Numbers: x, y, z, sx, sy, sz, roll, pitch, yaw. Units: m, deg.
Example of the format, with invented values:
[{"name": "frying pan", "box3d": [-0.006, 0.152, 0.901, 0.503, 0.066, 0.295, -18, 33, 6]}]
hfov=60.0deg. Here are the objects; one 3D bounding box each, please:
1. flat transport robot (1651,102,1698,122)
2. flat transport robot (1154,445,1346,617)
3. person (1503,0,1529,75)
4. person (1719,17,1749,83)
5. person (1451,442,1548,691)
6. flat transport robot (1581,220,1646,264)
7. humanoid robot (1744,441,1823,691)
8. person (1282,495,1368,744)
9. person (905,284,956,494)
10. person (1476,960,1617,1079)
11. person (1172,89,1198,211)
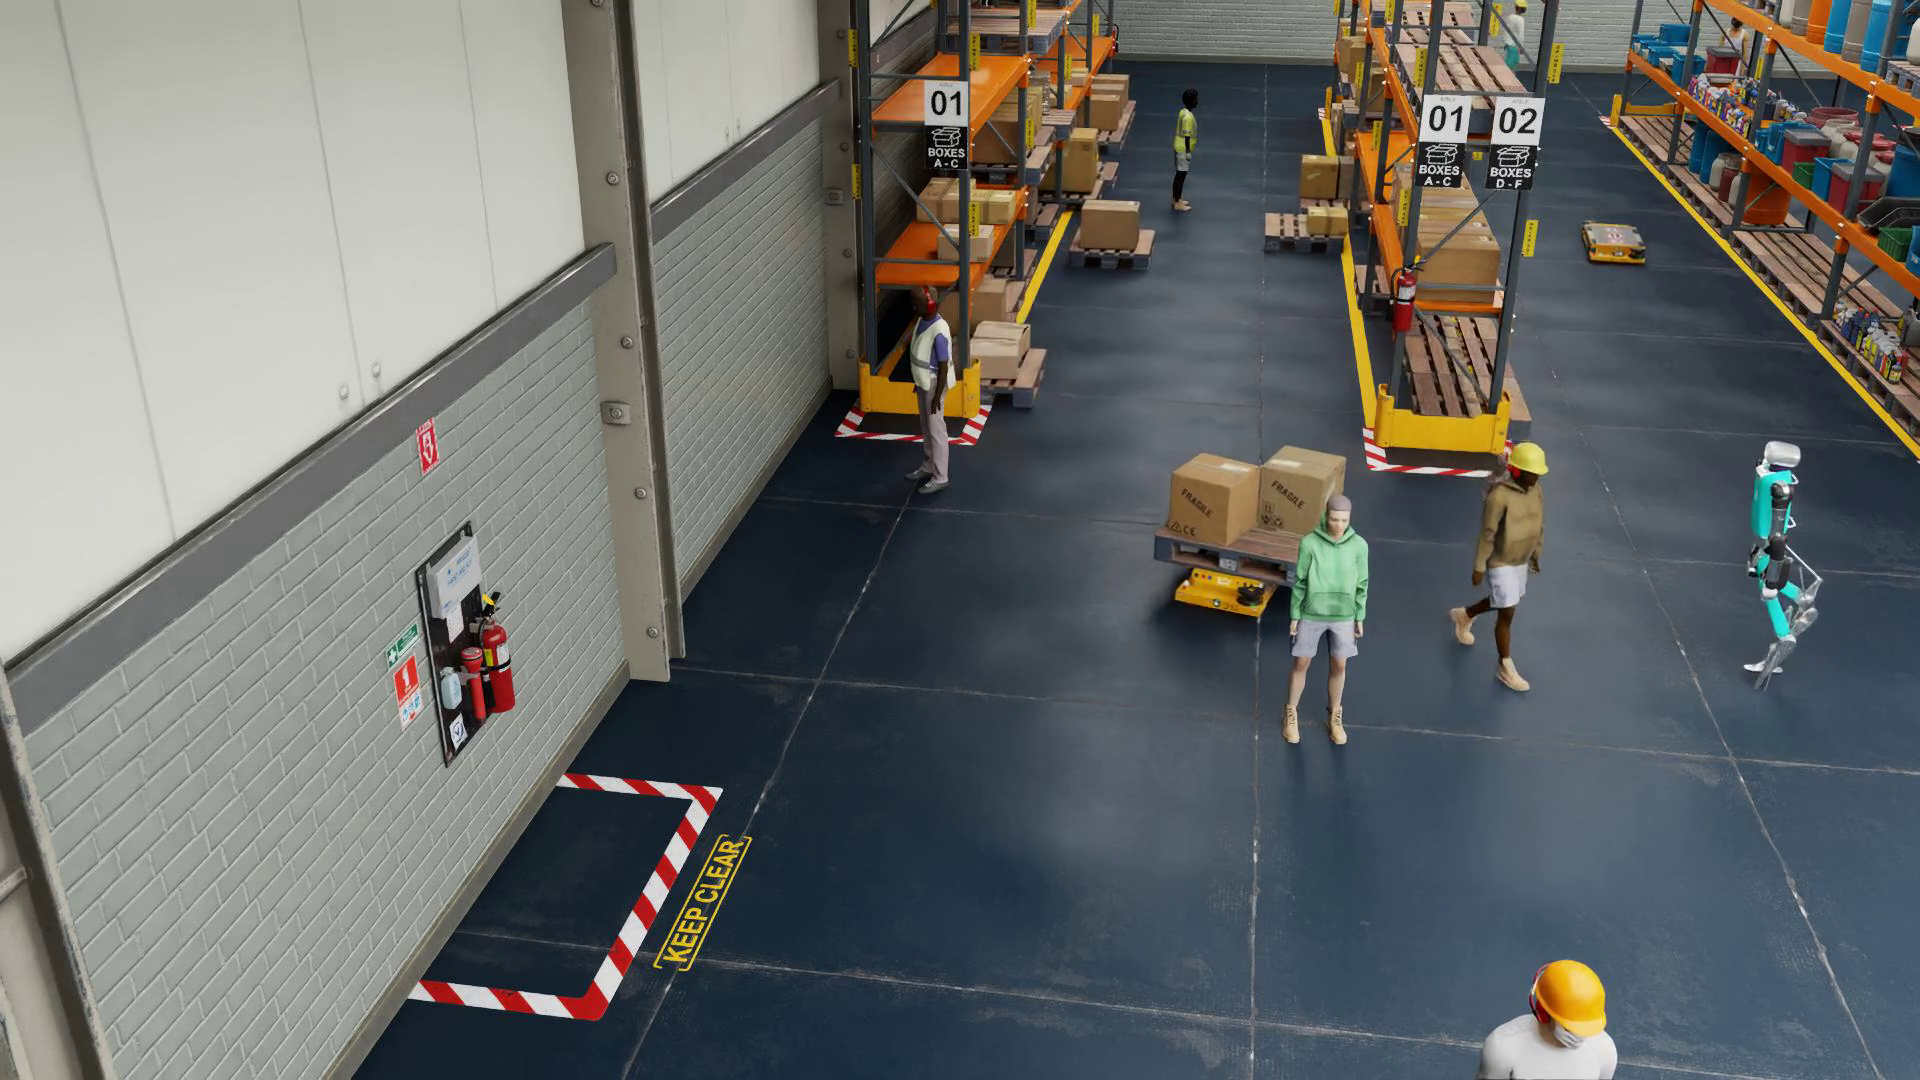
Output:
[{"name": "flat transport robot", "box3d": [13.062, -7.556, 29.529, 1.431, 0.231, 0.659, 22, 33, 38]}, {"name": "flat transport robot", "box3d": [2.223, 0.174, 12.985, 0.659, 0.231, 1.431, 12, 27, 23]}, {"name": "person", "box3d": [10.709, -9.501, 31.932, 0.626, 1.743, 0.555, -3, 25, -6]}, {"name": "person", "box3d": [13.650, -8.430, 29.535, 0.520, 1.855, 0.424, 14, 28, 27]}, {"name": "person", "box3d": [3.724, 0.105, 11.410, 0.561, 1.731, 0.807, -14, 28, -27]}, {"name": "flat transport robot", "box3d": [8.494, -3.873, 21.647, 0.659, 0.231, 1.431, 6, 26, 13]}, {"name": "humanoid robot", "box3d": [5.610, 0.246, 11.214, 0.731, 1.876, 0.539, 4, 25, 9]}, {"name": "person", "box3d": [2.326, 0.500, 10.561, 0.471, 1.735, 0.326, 2, 25, 4]}, {"name": "person", "box3d": [-0.244, -1.309, 14.306, 0.391, 1.837, 0.562, -8, 26, -17]}, {"name": "person", "box3d": [2.189, 2.374, 6.370, 0.569, 1.889, 0.389, 0, 25, 0]}, {"name": "person", "box3d": [3.175, -5.511, 23.474, 0.322, 1.690, 0.531, 0, 25, 1]}]
